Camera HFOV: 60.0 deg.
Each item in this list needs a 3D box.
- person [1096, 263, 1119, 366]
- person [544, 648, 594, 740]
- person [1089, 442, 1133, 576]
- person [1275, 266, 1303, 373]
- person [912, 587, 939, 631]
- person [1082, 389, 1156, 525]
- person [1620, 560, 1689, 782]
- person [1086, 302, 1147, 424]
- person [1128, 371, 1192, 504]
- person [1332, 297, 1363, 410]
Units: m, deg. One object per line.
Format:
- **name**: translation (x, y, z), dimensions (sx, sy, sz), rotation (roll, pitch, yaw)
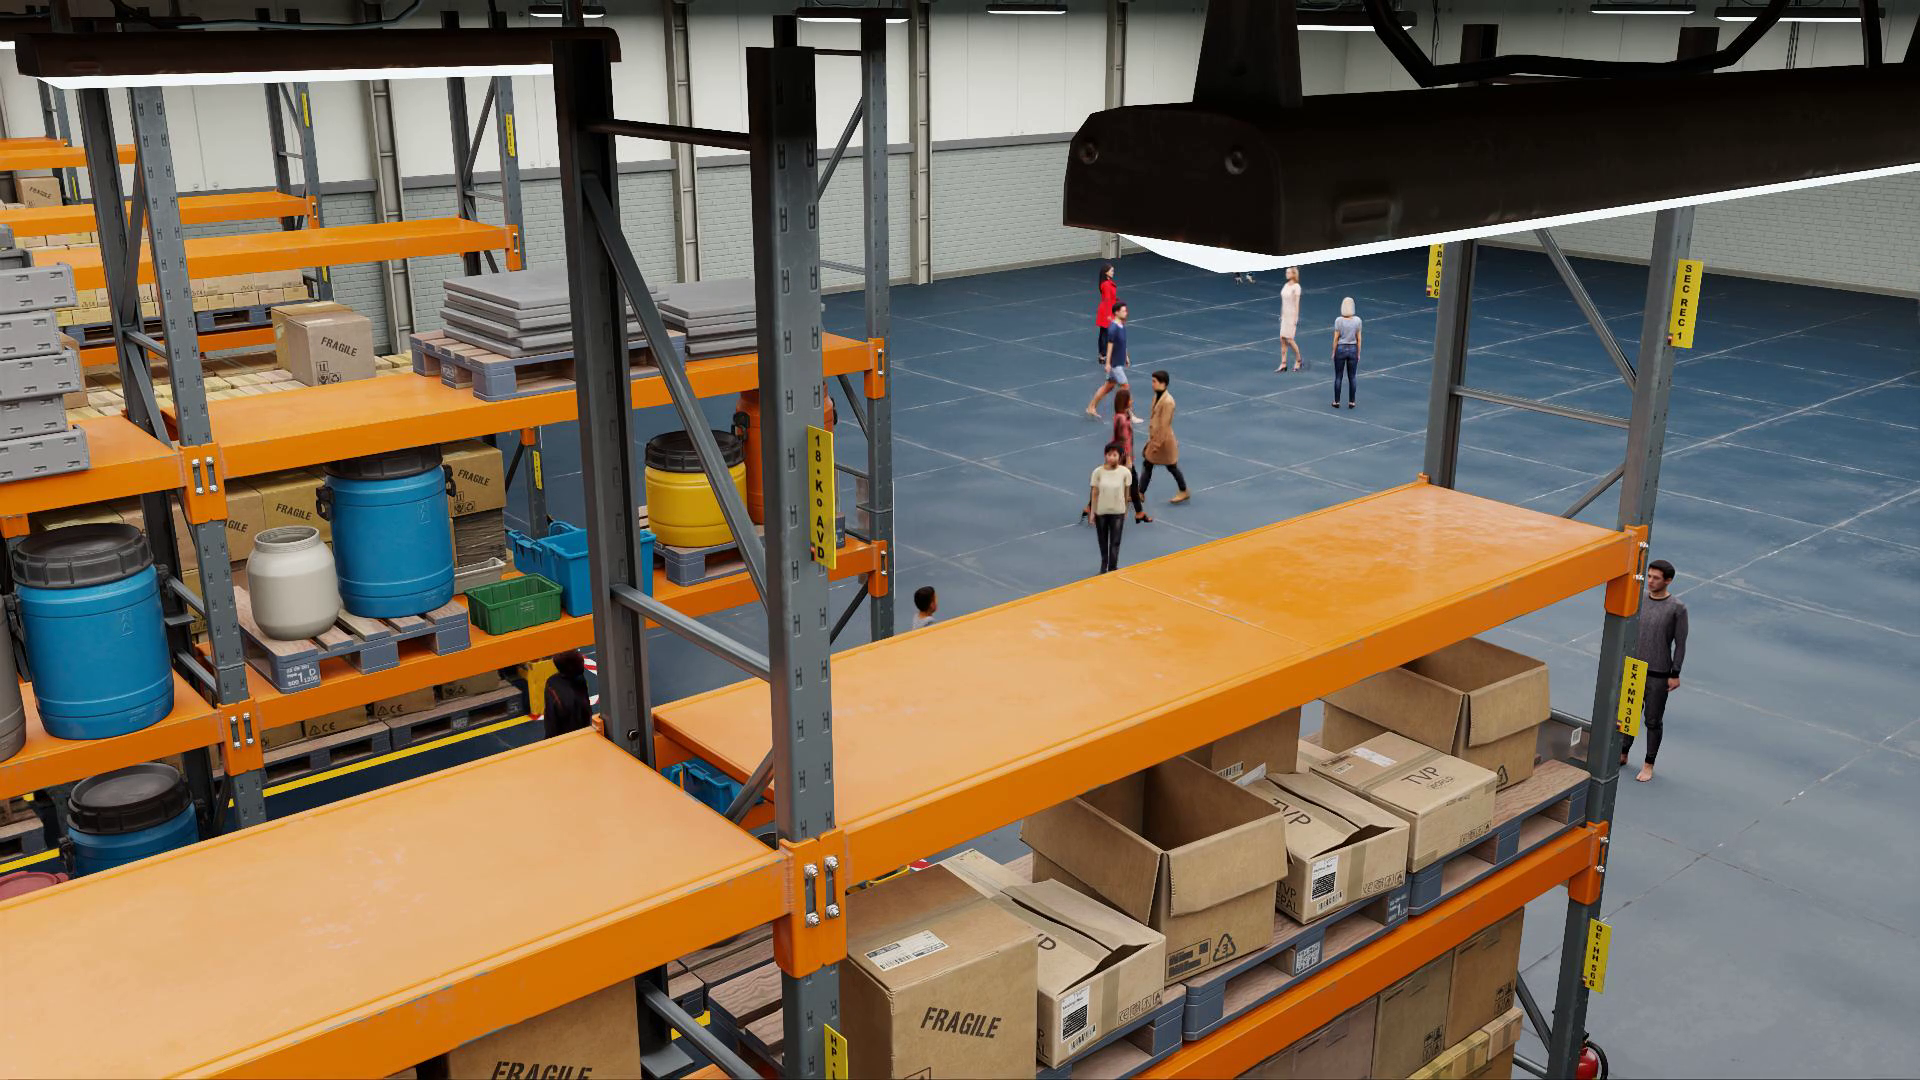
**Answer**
- **person**: translation (2.533, -3.932, 28.923), dimensions (0.790, 1.749, 0.738), rotation (0, 18, 0)
- **person**: translation (-2.846, 1.596, 11.853), dimensions (0.975, 1.809, 0.817), rotation (-9, 20, -27)
- **person**: translation (1.624, -0.297, 18.092), dimensions (0.984, 1.544, 1.081), rotation (3, 18, 10)
- **person**: translation (5.637, -3.750, 28.235), dimensions (0.755, 1.828, 0.677), rotation (-7, 19, -20)
- **person**: translation (-0.302, 1.054, 14.106), dimensions (0.885, 1.443, 0.584), rotation (-14, 23, -37)
- **person**: translation (1.845, -0.960, 19.938), dimensions (1.157, 1.662, 1.106), rotation (2, 18, 6)
- **person**: translation (5.603, 1.034, 13.521), dimensions (0.516, 1.843, 0.689), rotation (-14, 23, -36)
- **person**: translation (2.238, -2.633, 24.849), dimensions (1.072, 1.803, 1.208), rotation (7, 19, 21)
- **person**: translation (2.607, -1.253, 20.790), dimensions (1.194, 1.691, 0.887), rotation (-6, 19, -19)
- **person**: translation (5.999, -2.908, 25.826), dimensions (0.658, 1.720, 0.712), rotation (2, 18, 7)
